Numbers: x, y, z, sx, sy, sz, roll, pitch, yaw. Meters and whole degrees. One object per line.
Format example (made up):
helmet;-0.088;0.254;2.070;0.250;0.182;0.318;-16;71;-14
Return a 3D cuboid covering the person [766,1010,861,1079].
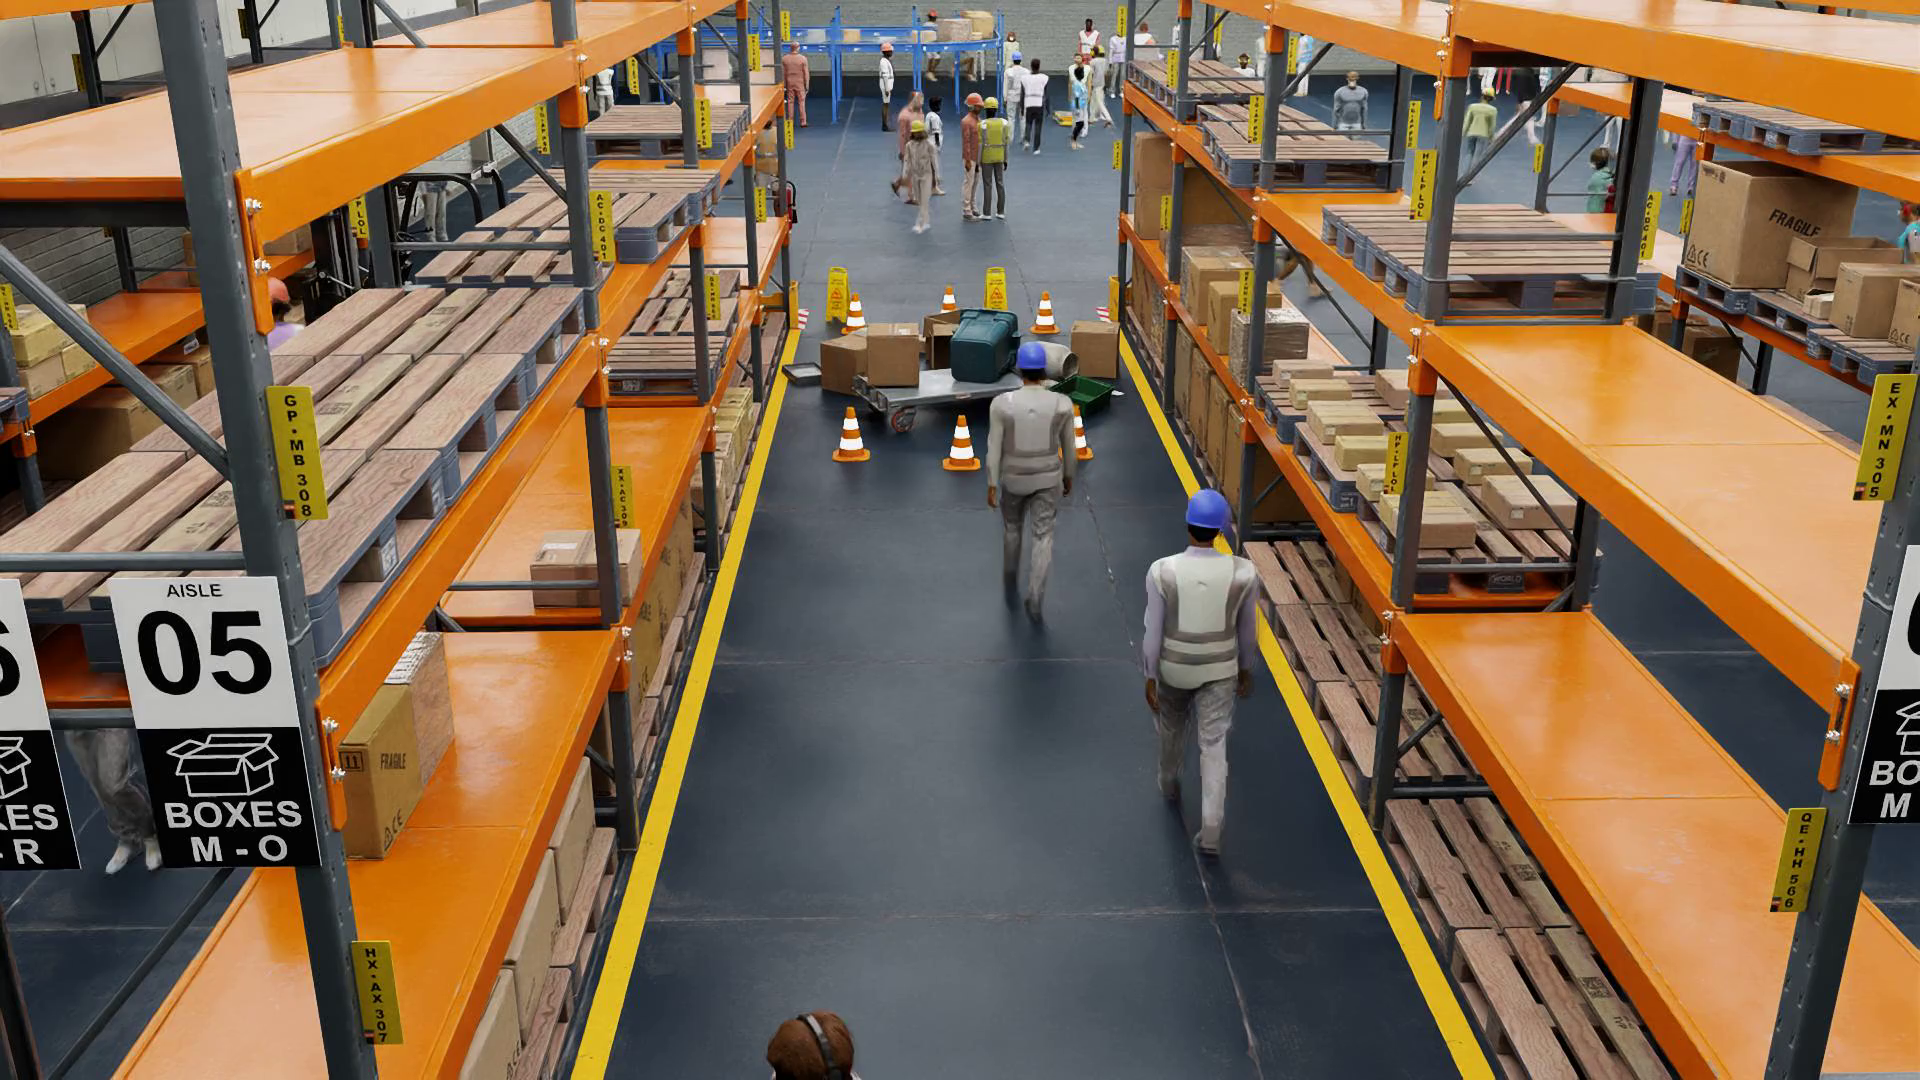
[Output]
person;-0.383;2.169;4.916;0.431;1.835;0.629;-13;24;-31

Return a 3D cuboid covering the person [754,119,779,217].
person;-2.939;-5.689;25.540;0.543;1.935;0.366;-2;21;-5

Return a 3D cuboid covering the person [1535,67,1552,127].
person;13.452;-10.469;38.154;0.405;1.946;0.609;5;21;13

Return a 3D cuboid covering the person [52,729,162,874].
person;-4.390;0.911;8.393;0.504;1.719;0.434;2;21;7

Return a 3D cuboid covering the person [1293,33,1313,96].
person;9.188;-12.836;44.561;0.429;1.840;0.633;15;25;34

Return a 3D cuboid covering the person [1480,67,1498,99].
person;14.021;-12.630;43.897;0.369;1.933;0.627;-4;21;-9

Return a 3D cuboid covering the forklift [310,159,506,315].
forklift;-5.622;-2.910;17.832;2.313;2.155;1.214;-1;21;-1

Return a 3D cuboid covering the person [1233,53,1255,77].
person;6.011;-9.437;35.530;0.513;1.876;0.328;7;22;18

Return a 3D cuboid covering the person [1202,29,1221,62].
person;6.063;-11.586;40.978;0.688;2.000;0.536;-16;26;-37

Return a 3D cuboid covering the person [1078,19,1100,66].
person;3.555;-13.434;46.031;0.596;1.918;0.381;8;22;20

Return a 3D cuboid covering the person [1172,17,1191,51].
person;6.471;-14.411;48.673;0.575;1.880;0.358;-5;21;-13

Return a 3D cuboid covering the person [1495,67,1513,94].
person;14.830;-12.994;45.083;0.529;1.765;0.327;6;22;15

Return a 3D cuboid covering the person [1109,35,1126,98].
person;4.245;-12.727;44.153;0.594;1.924;0.379;-7;22;-17

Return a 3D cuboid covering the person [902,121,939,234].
person;-0.629;-5.566;25.533;0.511;1.696;0.896;9;23;23

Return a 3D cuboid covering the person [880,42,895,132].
person;-1.636;-10.192;37.430;0.347;1.943;0.545;0;21;-1

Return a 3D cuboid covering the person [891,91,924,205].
person;-0.887;-6.664;28.201;0.660;1.873;0.692;14;25;32

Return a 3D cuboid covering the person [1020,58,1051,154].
person;1.537;-8.836;33.907;0.607;1.906;0.449;5;21;12

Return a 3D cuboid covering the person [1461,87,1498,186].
person;9.427;-7.322;30.163;0.581;1.705;0.822;15;25;34

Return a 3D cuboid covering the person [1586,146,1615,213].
person;8.124;-4.043;21.200;0.451;1.920;0.694;15;26;35

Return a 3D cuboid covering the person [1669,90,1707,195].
person;12.733;-6.954;28.923;0.651;1.904;0.403;4;21;10

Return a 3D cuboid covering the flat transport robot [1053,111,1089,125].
flat transport robot;2.589;-9.882;38.935;0.652;0.197;1.431;-2;21;-4

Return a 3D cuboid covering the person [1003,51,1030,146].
person;1.195;-9.309;35.109;0.601;1.939;0.411;-7;22;-18

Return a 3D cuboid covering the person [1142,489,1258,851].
person;1.268;0.665;8.805;0.613;1.898;1.006;1;21;2

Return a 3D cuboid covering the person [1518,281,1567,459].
person;5.296;-1.534;14.975;0.508;1.632;0.264;-3;21;-7

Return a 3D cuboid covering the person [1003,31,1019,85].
person;1.392;-13.001;45.286;0.507;1.631;0.278;-9;23;-23

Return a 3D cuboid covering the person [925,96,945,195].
person;-0.451;-6.888;29.045;0.320;1.692;0.531;-6;22;-16

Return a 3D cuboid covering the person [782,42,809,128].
person;-3.751;-10.430;38.108;0.646;1.907;0.401;5;21;14

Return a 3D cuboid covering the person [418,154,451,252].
person;-7.657;-5.136;24.228;0.403;1.824;0.600;7;22;18

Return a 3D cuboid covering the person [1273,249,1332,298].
person;4.303;-4.007;21.034;0.999;1.997;0.638;-8;22;-19

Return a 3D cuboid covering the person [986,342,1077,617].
person;0.497;-0.481;11.803;0.650;1.905;0.937;-1;21;-2

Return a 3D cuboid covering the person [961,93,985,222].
person;0.212;-6.120;26.592;0.375;1.997;0.609;8;22;19

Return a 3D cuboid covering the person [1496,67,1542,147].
person;11.904;-9.312;35.096;0.990;1.950;0.619;8;22;21

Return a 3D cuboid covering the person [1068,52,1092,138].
person;2.625;-9.737;36.377;0.562;1.838;0.388;13;24;31

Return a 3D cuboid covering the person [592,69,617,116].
person;-7.963;-9.985;37.304;0.523;1.638;0.310;-6;22;-15

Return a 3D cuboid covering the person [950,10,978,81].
person;0.135;-14.366;48.368;0.720;2.019;0.608;7;22;17

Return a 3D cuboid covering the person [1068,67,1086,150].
person;2.432;-8.975;34.603;0.356;1.673;0.616;2;21;5

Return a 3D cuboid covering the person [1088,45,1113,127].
person;3.214;-10.412;38.177;0.837;1.829;0.532;13;24;31

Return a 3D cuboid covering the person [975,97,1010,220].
person;0.506;-6.106;26.649;0.585;1.928;0.369;-9;23;-23

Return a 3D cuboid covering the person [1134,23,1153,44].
person;5.042;-13.392;46.099;0.575;1.810;0.955;14;25;33

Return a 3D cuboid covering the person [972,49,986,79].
person;0.529;-14.460;48.989;0.493;1.743;0.296;-3;21;-8

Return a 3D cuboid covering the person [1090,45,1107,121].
person;3.288;-10.804;39.340;0.489;1.735;0.310;-15;25;-34

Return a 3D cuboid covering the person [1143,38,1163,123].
person;4.463;-10.709;38.826;0.559;1.922;0.414;-9;22;-22

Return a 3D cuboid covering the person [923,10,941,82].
person;-0.791;-14.291;48.145;0.610;2.034;0.426;18;27;39

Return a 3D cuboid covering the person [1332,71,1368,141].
person;7.245;-7.737;30.964;0.640;1.929;0.387;0;21;0
